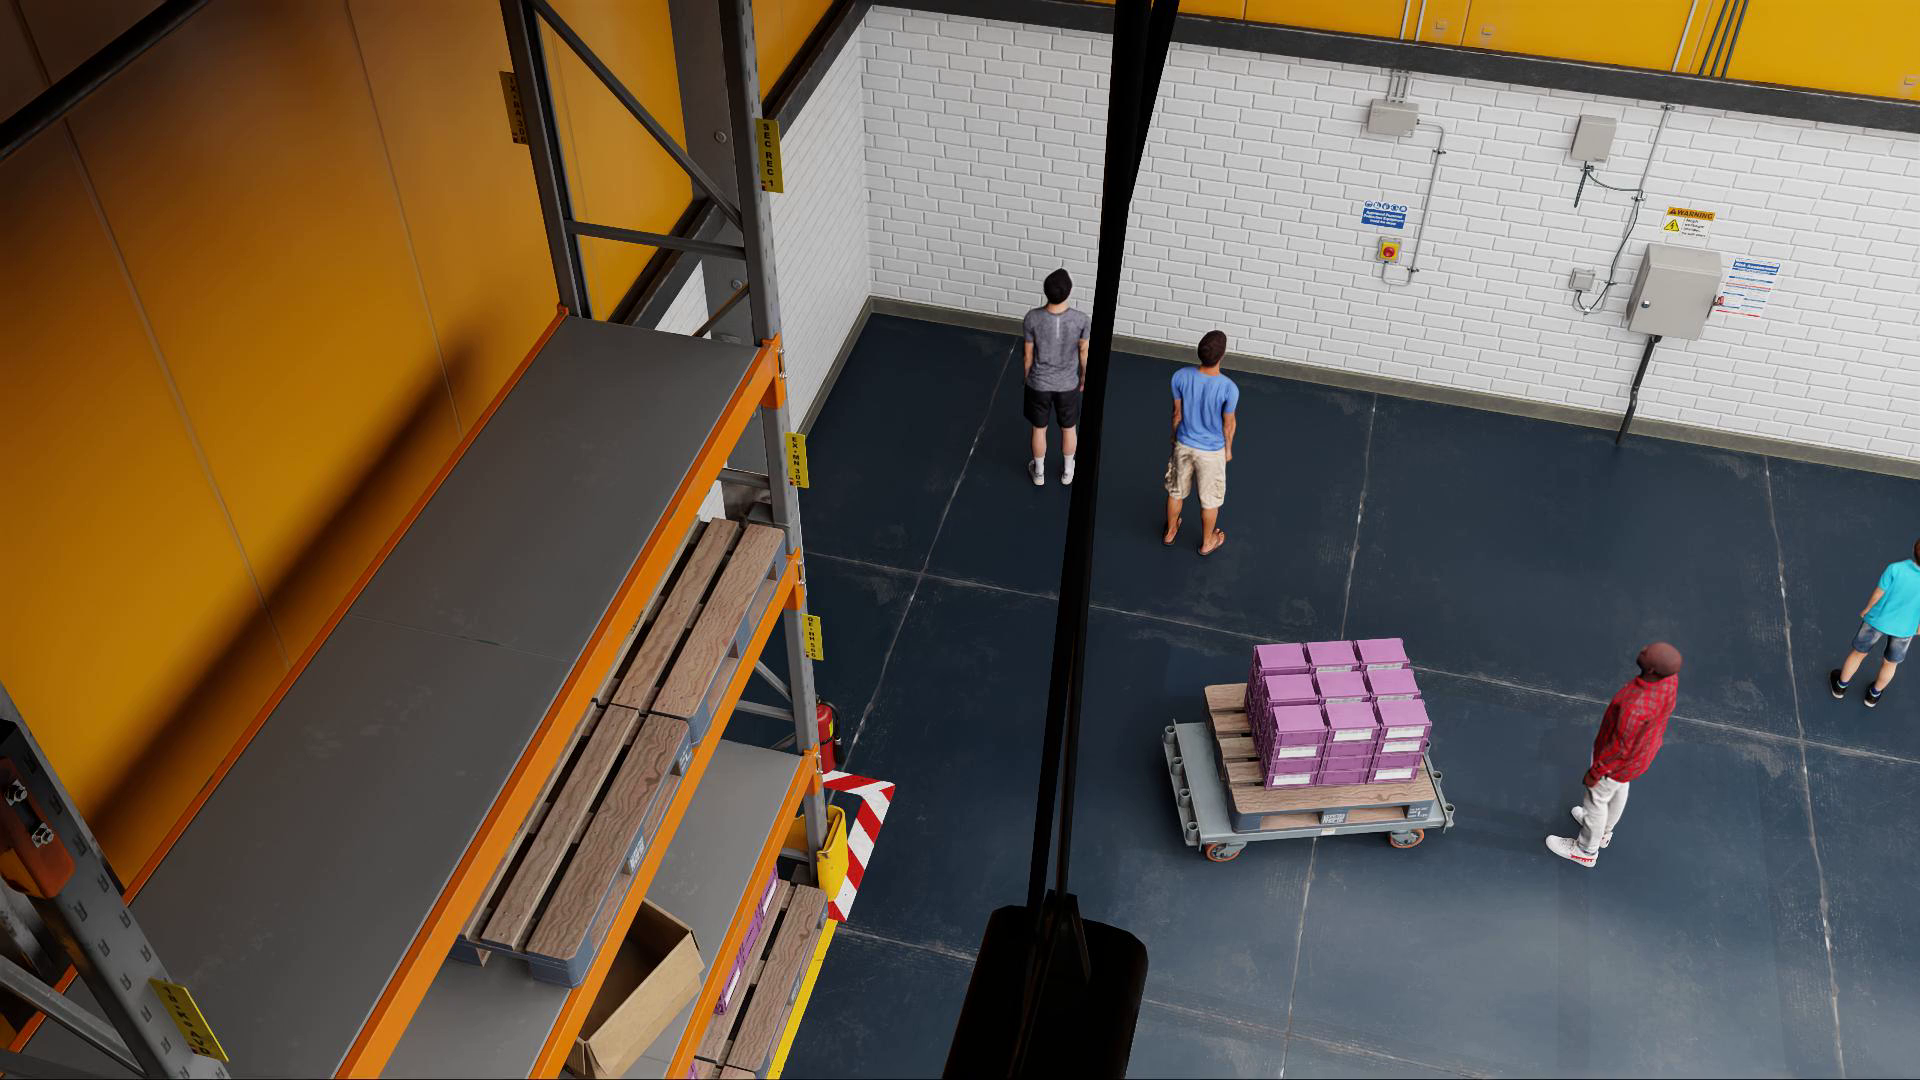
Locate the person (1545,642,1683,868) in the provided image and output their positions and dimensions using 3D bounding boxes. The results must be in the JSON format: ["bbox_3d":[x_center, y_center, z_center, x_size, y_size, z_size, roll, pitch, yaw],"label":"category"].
[{"bbox_3d":[3.860,1.231,9.667,0.711,1.820,0.813,-32,52,-29],"label":"person"}]

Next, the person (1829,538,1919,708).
[{"bbox_3d":[6.011,0.504,10.699,0.552,1.449,0.533,18,47,18],"label":"person"}]

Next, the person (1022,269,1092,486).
[{"bbox_3d":[0.682,-1.164,12.144,0.700,1.871,0.637,1,44,1],"label":"person"}]

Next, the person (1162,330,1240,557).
[{"bbox_3d":[1.681,-0.671,11.632,0.694,1.863,0.632,19,47,19],"label":"person"}]
